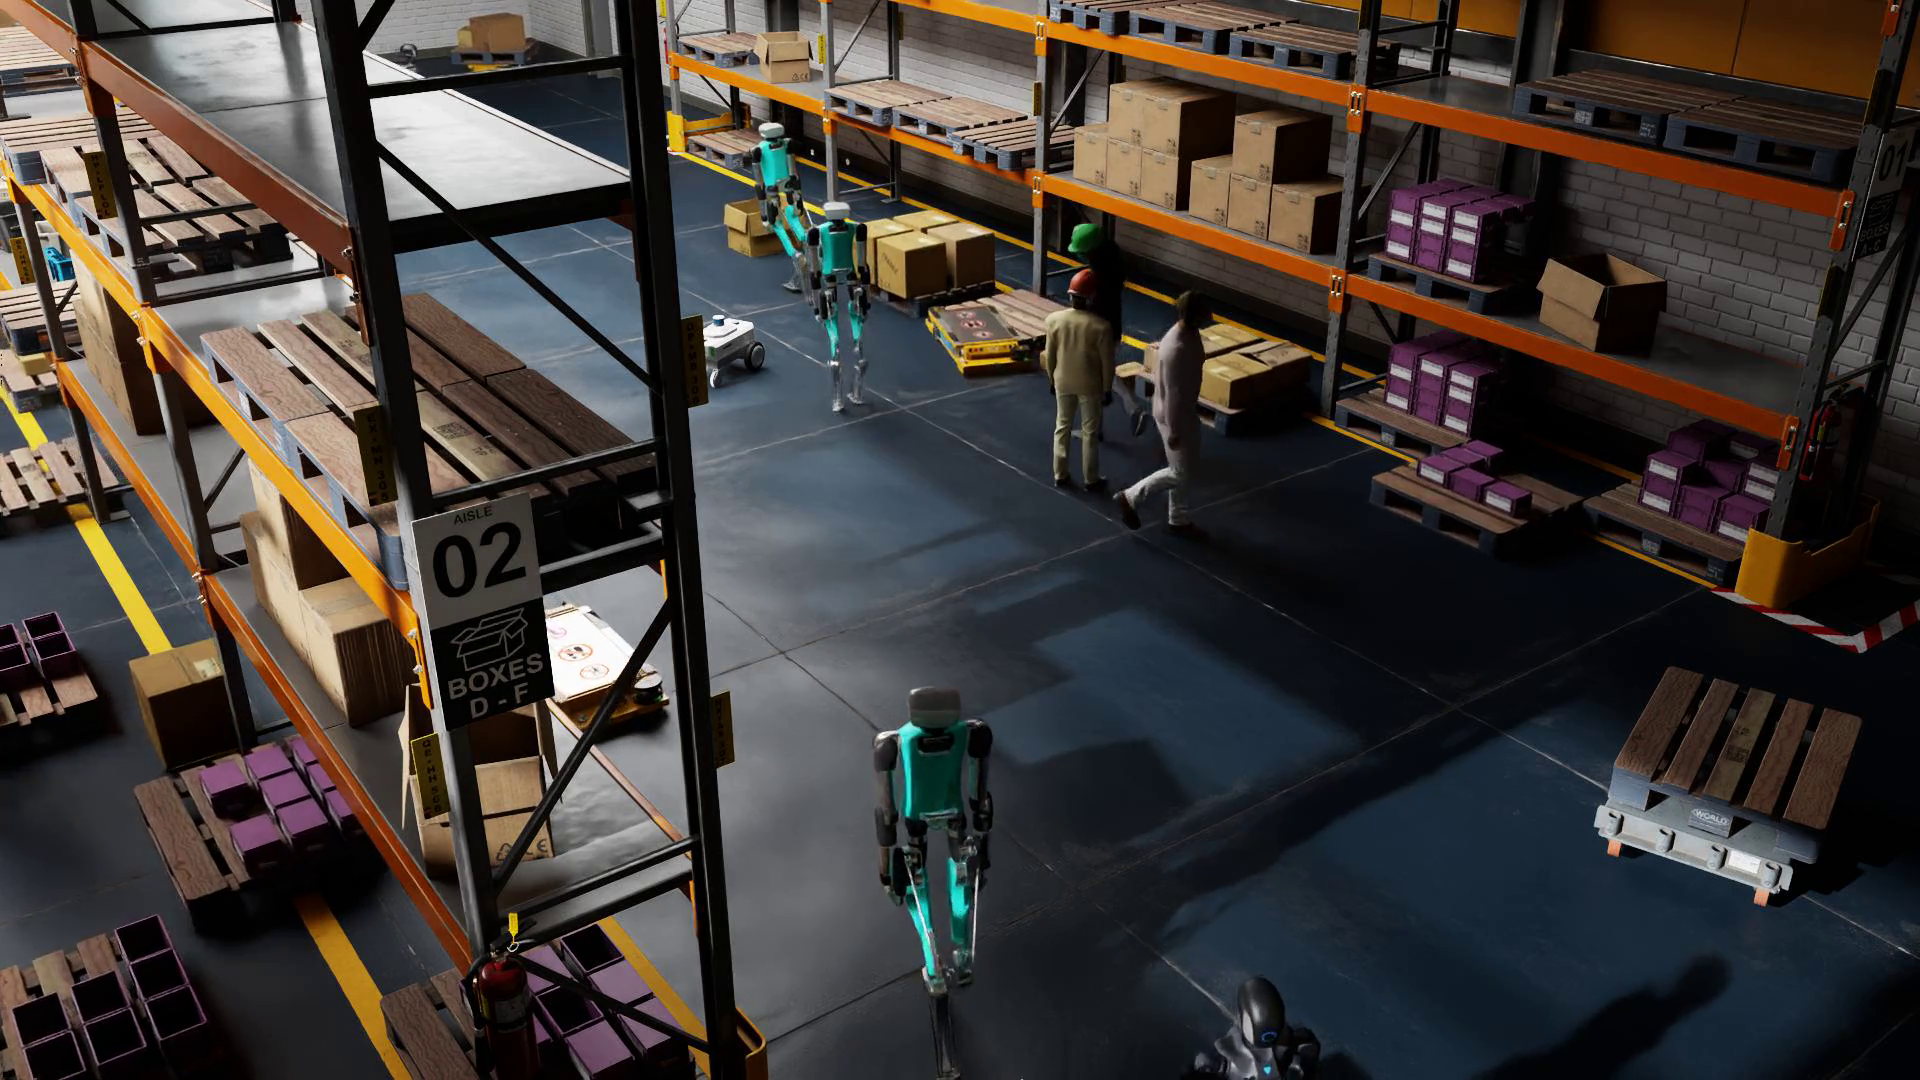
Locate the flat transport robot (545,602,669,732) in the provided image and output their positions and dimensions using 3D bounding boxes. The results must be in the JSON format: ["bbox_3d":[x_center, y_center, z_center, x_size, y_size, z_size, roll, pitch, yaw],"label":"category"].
[{"bbox_3d":[-2.449,0.770,10.455,0.659,0.231,1.431,-18,32,-31],"label":"flat transport robot"}]

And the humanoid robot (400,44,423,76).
[{"bbox_3d":[-7.025,-5.613,21.625,0.755,1.624,0.603,-14,30,-25],"label":"humanoid robot"}]

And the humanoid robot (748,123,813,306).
[{"bbox_3d":[-1.677,-3.249,16.893,0.554,1.853,0.866,-22,34,-36],"label":"humanoid robot"}]

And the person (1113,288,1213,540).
[{"bbox_3d":[1.501,-0.886,11.912,0.595,1.919,0.632,10,28,18],"label":"person"}]

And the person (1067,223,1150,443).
[{"bbox_3d":[1.189,-1.626,13.391,0.626,1.906,0.569,18,32,32],"label":"person"}]

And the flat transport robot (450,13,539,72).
[{"bbox_3d":[-7.710,-7.922,27.745,0.659,0.231,1.431,0,27,1],"label":"flat transport robot"}]

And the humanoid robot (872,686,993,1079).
[{"bbox_3d":[-0.044,1.575,7.256,0.530,1.766,1.002,-7,27,-13],"label":"humanoid robot"}]

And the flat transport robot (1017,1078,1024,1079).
[{"bbox_3d":[0.034,3.076,5.870,1.431,0.231,0.659,-13,29,-24],"label":"flat transport robot"}]

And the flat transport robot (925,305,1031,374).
[{"bbox_3d":[0.157,-1.925,15.816,0.659,0.231,1.431,-7,28,-14],"label":"flat transport robot"}]

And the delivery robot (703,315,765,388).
[{"bbox_3d":[-2.175,-1.756,15.155,0.499,0.589,0.782,13,29,24],"label":"delivery robot"}]

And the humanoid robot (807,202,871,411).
[{"bbox_3d":[-0.971,-1.965,14.239,0.531,1.753,0.731,-9,28,-17],"label":"humanoid robot"}]

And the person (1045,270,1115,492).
[{"bbox_3d":[0.925,-1.216,12.752,0.559,1.751,0.323,12,29,22],"label":"person"}]

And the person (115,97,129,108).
[{"bbox_3d":[-10.656,-5.421,20.852,0.381,1.992,0.621,8,28,16],"label":"person"}]

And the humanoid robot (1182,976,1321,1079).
[{"bbox_3d":[1.032,2.206,6.033,0.611,1.647,0.344,-8,28,-16],"label":"humanoid robot"}]
